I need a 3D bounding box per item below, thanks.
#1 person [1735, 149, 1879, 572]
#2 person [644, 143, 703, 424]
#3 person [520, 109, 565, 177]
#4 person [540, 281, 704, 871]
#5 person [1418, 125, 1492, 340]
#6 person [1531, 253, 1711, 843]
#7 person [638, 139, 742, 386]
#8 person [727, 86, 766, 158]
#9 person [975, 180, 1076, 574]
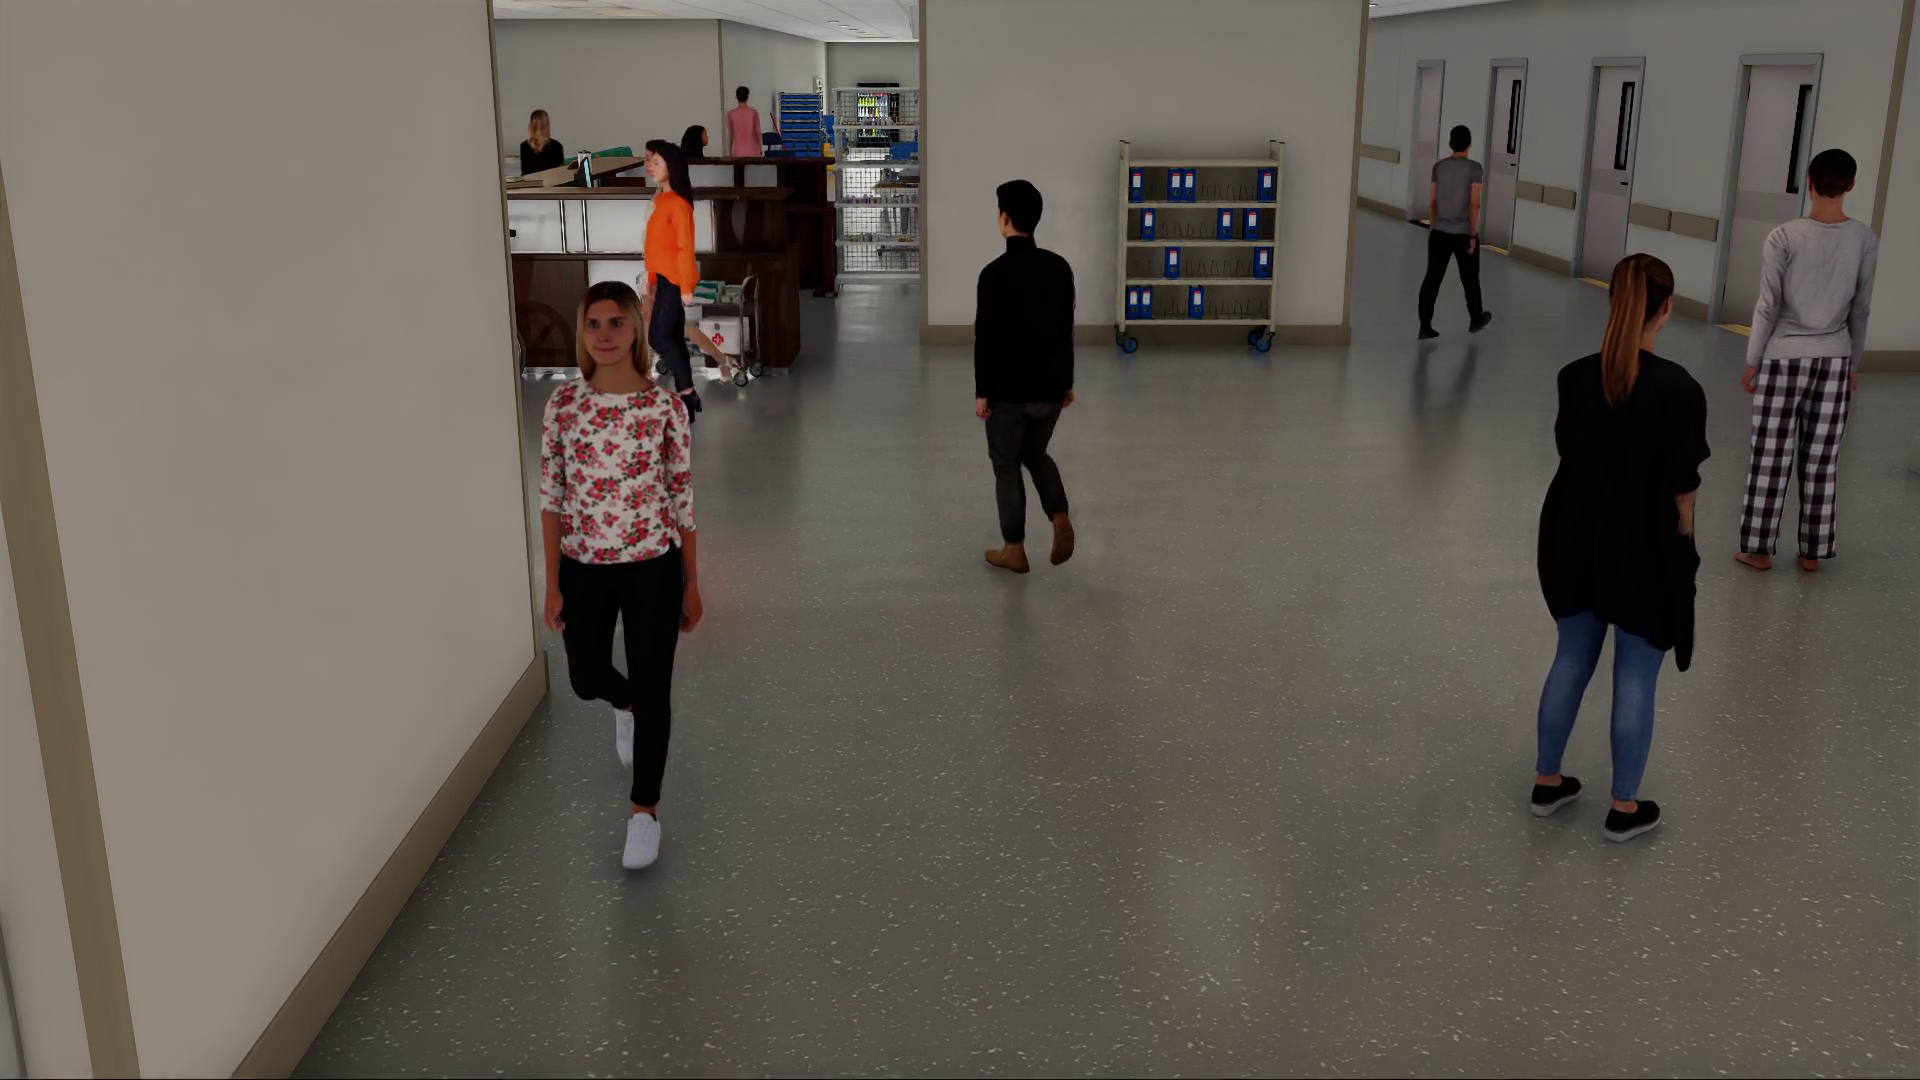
[{"bbox_3d":[3.720,-0.778,7.322,0.512,1.847,0.720,2,16,7],"label":"person"},{"bbox_3d":[-1.709,-1.580,10.364,0.676,1.741,0.694,-5,17,-18],"label":"person"},{"bbox_3d":[-4.154,-3.349,16.545,0.794,1.791,0.789,4,16,15],"label":"person"},{"bbox_3d":[-0.945,0.074,4.735,0.864,1.611,0.636,0,16,0],"label":"person"},{"bbox_3d":[3.965,-2.455,13.529,1.141,1.705,1.147,13,20,39],"label":"person"},{"bbox_3d":[1.860,0.028,4.769,0.748,1.681,0.717,-11,19,-34],"label":"person"},{"bbox_3d":[-1.874,-1.778,11.123,1.082,1.710,0.792,-5,16,-17],"label":"person"},{"bbox_3d":[-3.134,-5.559,24.144,1.036,1.921,0.773,2,16,7],"label":"person"},{"bbox_3d":[0.322,-0.677,7.205,0.848,1.716,0.903,-9,18,-30],"label":"person"}]
